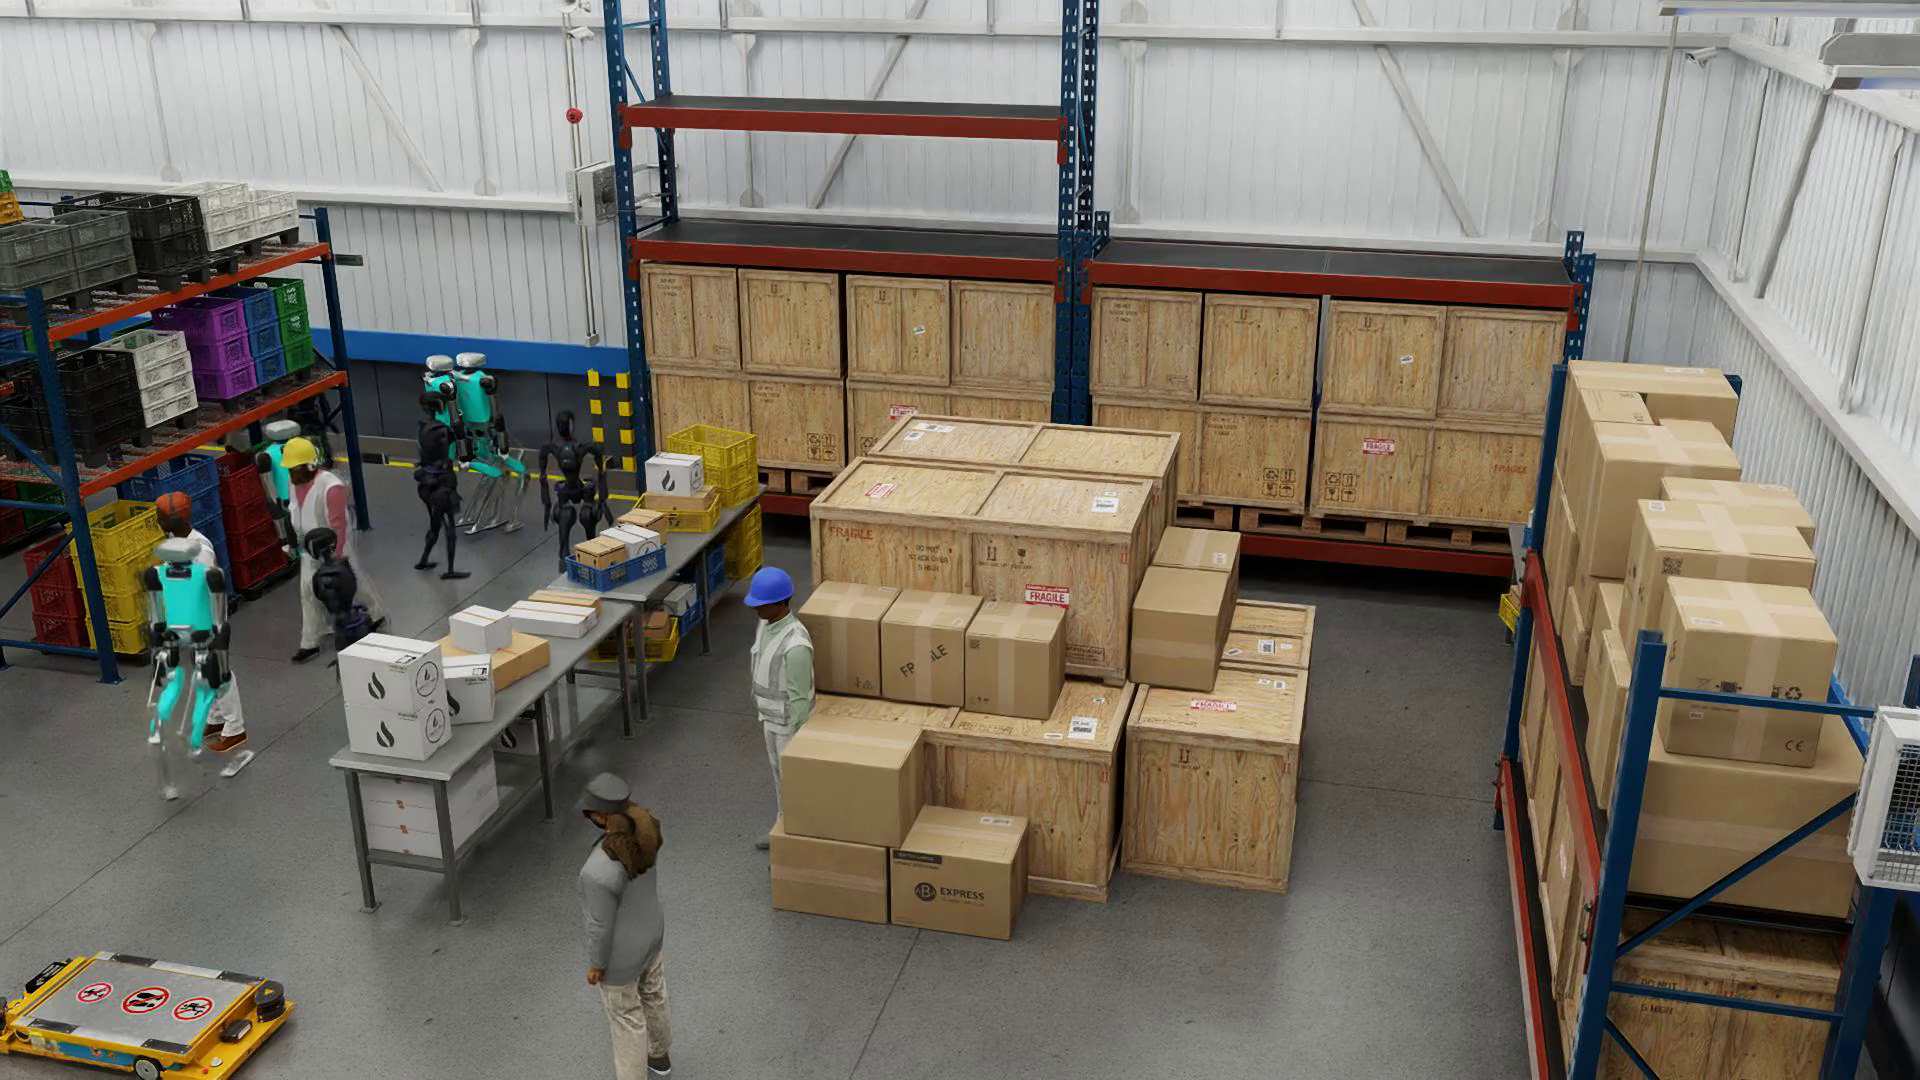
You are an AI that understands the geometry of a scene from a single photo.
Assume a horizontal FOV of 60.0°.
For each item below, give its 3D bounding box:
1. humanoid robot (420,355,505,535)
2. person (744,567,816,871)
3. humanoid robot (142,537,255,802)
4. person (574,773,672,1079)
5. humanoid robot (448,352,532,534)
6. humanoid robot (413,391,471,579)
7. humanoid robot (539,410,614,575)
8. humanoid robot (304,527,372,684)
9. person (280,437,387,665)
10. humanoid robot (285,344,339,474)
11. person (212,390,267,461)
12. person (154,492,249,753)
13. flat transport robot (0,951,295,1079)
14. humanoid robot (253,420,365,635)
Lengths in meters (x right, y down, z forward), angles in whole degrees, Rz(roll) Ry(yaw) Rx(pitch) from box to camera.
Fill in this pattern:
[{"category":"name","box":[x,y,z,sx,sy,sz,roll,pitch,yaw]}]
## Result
[{"category":"humanoid robot","box":[-4.450,-0.897,15.152,0.735,1.674,0.533,-17,27,-37]},{"category":"person","box":[-1.062,1.056,9.950,0.411,1.939,0.602,-9,23,-23]},{"category":"humanoid robot","box":[-4.986,0.929,10.593,0.530,1.748,0.957,1,21,3]},{"category":"person","box":[-1.588,1.910,7.953,0.401,1.764,0.560,6,22,16]},{"category":"humanoid robot","box":[-4.276,-0.941,15.370,0.531,1.732,0.735,10,23,25]},{"category":"humanoid robot","box":[-4.531,-0.482,14.327,0.375,1.643,0.601,-18,28,-39]},{"category":"humanoid robot","box":[-3.195,-0.285,13.879,0.589,1.628,0.760,-2,21,-5]},{"category":"humanoid robot","box":[-4.107,0.670,11.331,0.484,1.645,0.614,-5,22,-13]},{"category":"person","box":[-4.896,0.016,12.892,0.572,1.782,0.892,9,23,22]},{"category":"humanoid robot","box":[-6.242,-1.109,15.986,0.318,1.655,0.598,5,21,13]},{"category":"person","box":[-6.840,-1.156,15.674,0.686,1.976,0.703,-4,21,-11]},{"category":"person","box":[-5.178,0.557,11.328,0.337,1.881,0.583,-18,27,-39]},{"category":"flat transport robot","box":[-4.270,2.464,8.601,1.431,0.231,0.659,5,22,13]},{"category":"humanoid robot","box":[-4.988,-0.032,13.067,0.879,1.770,0.586,15,26,34]}]
